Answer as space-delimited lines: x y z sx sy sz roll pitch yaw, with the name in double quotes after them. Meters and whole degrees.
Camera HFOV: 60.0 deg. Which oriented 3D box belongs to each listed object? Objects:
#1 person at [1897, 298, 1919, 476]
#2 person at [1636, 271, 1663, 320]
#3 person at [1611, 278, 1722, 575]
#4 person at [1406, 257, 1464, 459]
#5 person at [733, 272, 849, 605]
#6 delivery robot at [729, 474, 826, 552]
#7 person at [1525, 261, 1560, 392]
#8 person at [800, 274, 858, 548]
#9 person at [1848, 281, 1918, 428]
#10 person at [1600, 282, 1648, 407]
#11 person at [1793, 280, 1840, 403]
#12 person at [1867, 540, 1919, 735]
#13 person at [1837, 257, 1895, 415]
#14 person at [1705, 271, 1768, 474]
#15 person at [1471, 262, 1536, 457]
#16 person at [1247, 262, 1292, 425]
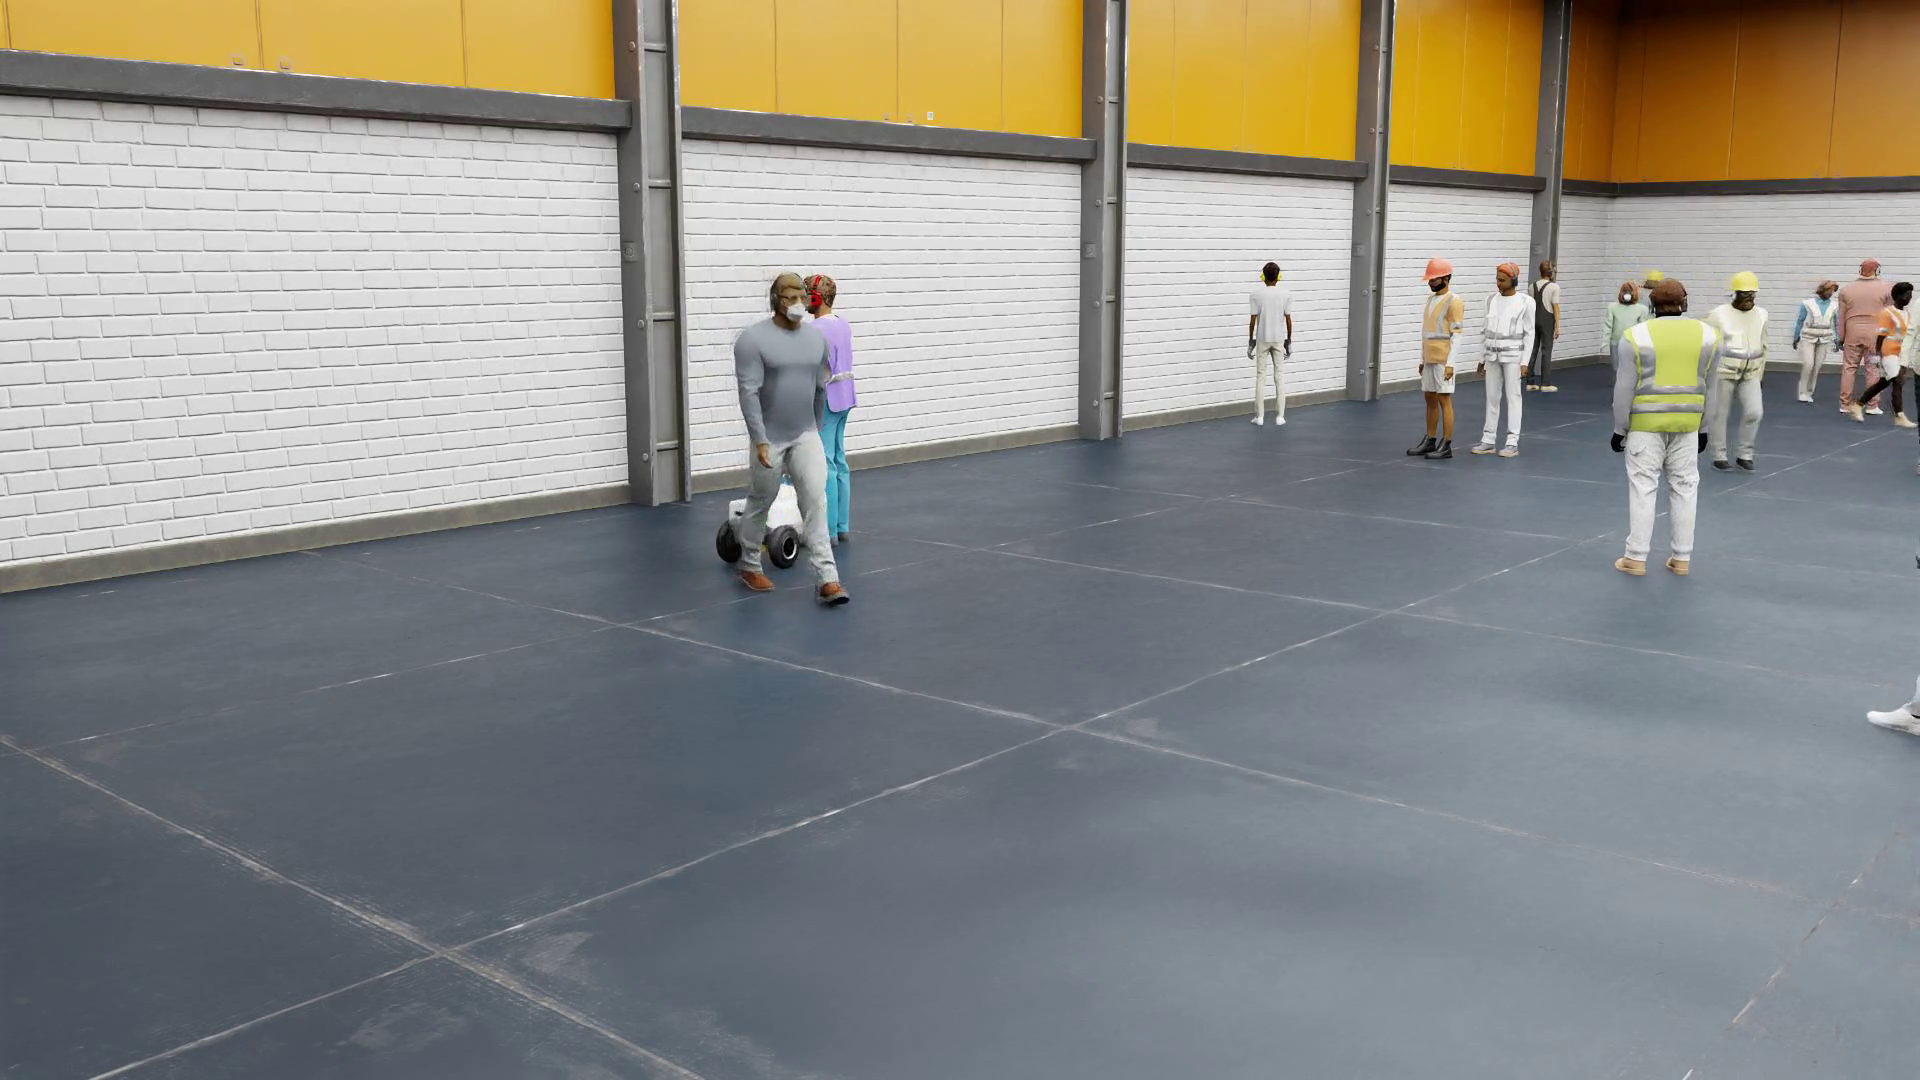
8.866 -1.562 15.029 0.644 1.921 1.048 7 12 36 "person"
10.122 -3.114 24.501 0.897 1.693 0.494 -8 12 -37 "person"
4.341 -0.693 10.307 0.624 1.841 0.430 0 10 1 "person"
4.584 -1.741 16.004 0.370 1.932 0.543 -3 10 -17 "person"
-1.004 -0.579 9.530 0.636 1.892 1.008 -7 12 -33 "person"
-1.175 -0.185 10.793 0.477 0.478 0.707 6 12 29 "delivery robot"
8.225 -3.008 23.469 0.336 1.842 0.508 -7 12 -35 "person"
-0.902 -0.866 11.264 0.388 1.846 0.565 3 10 17 "person"
10.596 -2.129 18.999 0.532 1.654 0.862 -6 12 -30 "person"
8.341 -2.432 20.919 0.515 1.590 0.869 5 11 28 "person"
11.182 -2.584 21.712 0.531 1.605 0.560 1 10 6 "person"
4.076 -0.053 6.636 0.526 1.846 0.749 -6 12 -31 "person"
11.029 -2.477 20.261 0.643 1.911 0.410 9 13 40 "person"
6.967 -1.485 14.880 0.613 1.808 0.603 0 10 -3 "person"
5.301 -1.755 16.211 0.354 1.887 0.573 -8 13 -37 "person"
3.554 -2.246 19.077 0.508 1.865 0.329 1 10 4 "person"
